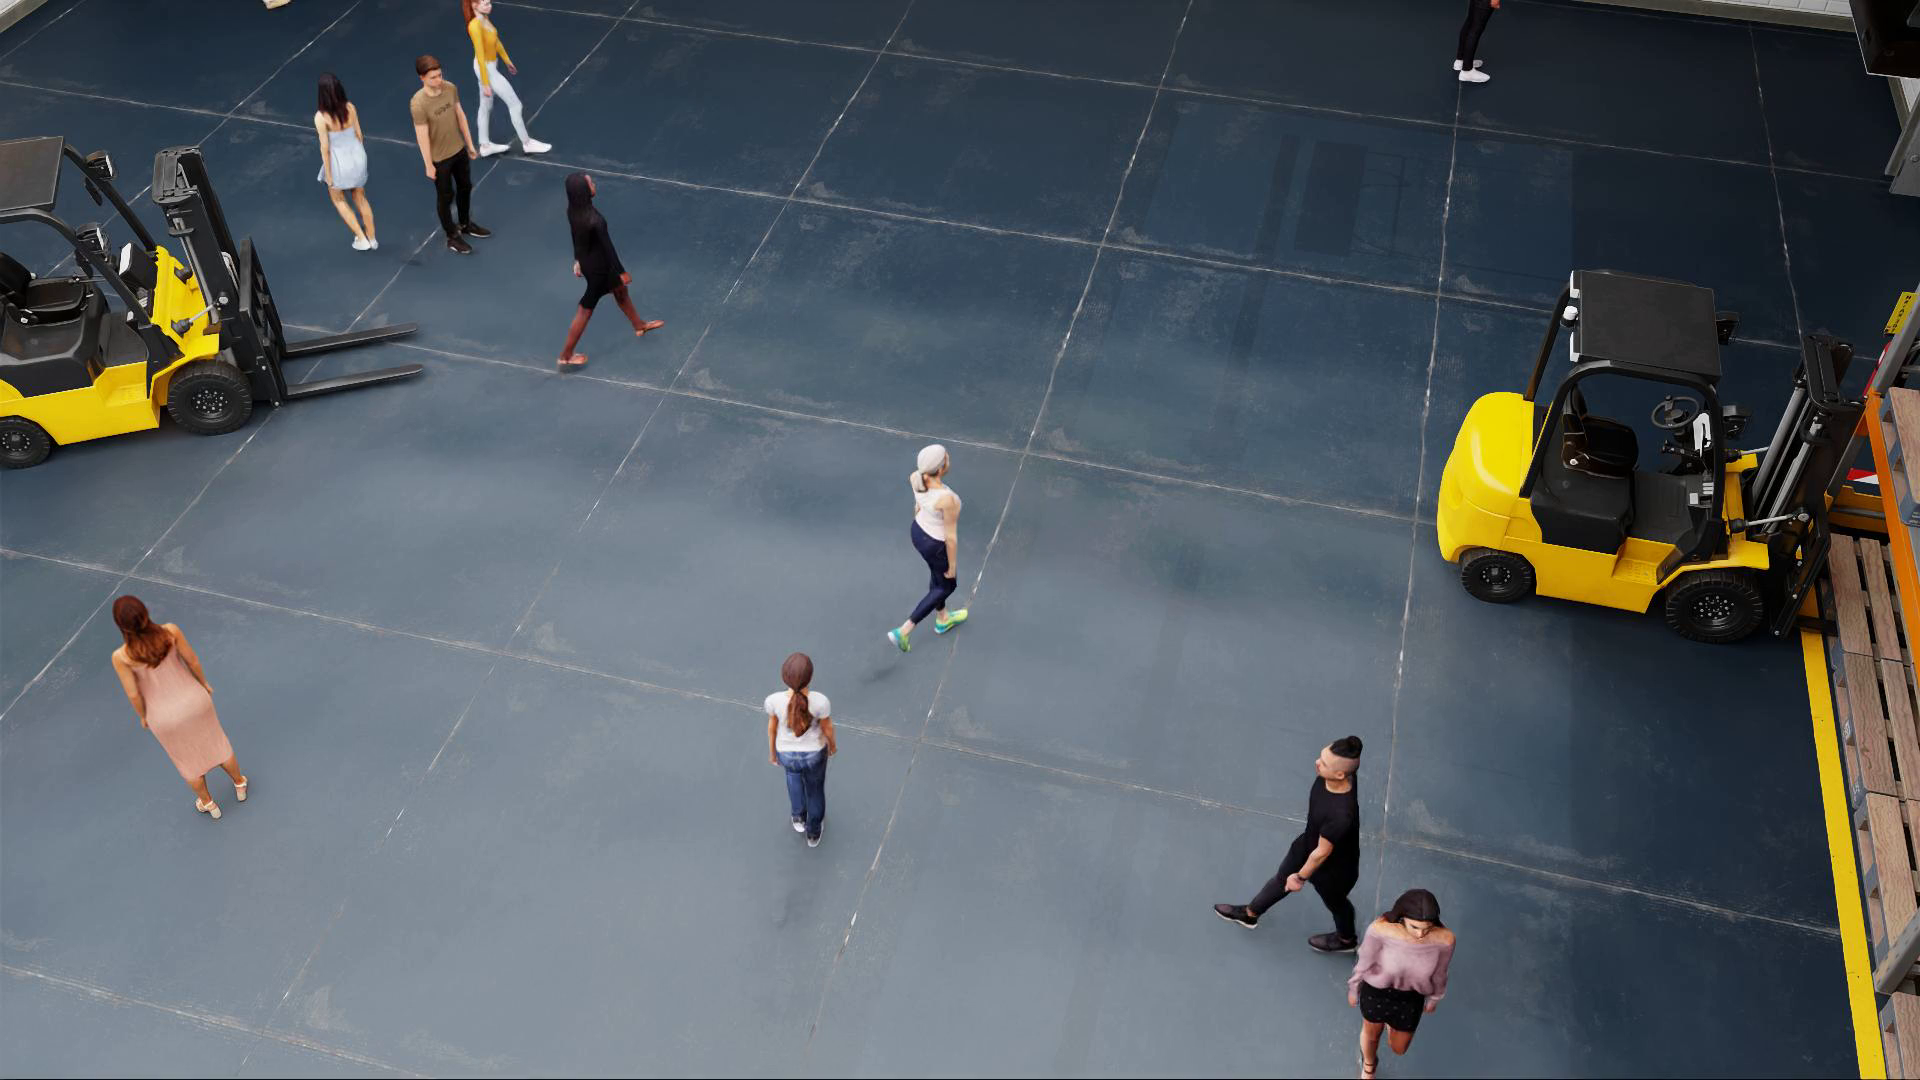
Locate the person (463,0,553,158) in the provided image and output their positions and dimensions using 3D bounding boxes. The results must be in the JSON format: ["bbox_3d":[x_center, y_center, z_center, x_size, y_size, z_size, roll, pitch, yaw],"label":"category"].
[{"bbox_3d":[-4.514,-4.352,15.603,0.923,1.729,0.959,-12,45,-12],"label":"person"}]

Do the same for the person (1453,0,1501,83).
[{"bbox_3d":[5.295,-5.595,16.761,0.800,1.931,0.638,0,44,0],"label":"person"}]

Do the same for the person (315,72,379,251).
[{"bbox_3d":[-5.269,-3.243,14.443,0.760,1.722,0.658,23,48,22],"label":"person"}]

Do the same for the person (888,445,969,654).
[{"bbox_3d":[-0.229,0.082,10.979,1.045,1.687,0.927,-29,51,-27],"label":"person"}]

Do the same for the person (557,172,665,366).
[{"bbox_3d":[-2.986,-2.115,13.296,1.248,1.673,1.144,-25,49,-24],"label":"person"}]

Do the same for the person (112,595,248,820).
[{"bbox_3d":[-4.666,0.996,9.915,0.628,1.831,0.726,-31,52,-28],"label":"person"}]

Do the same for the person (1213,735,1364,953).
[{"bbox_3d":[2.115,1.719,9.161,0.910,1.824,1.090,2,44,2],"label":"person"}]

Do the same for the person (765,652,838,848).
[{"bbox_3d":[-0.939,1.293,9.810,0.598,1.546,0.638,2,44,2],"label":"person"}]

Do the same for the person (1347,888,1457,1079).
[{"bbox_3d":[2.234,2.271,8.602,0.662,1.795,0.774,8,44,8],"label":"person"}]

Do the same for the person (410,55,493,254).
[{"bbox_3d":[-4.490,-3.385,14.504,0.791,1.845,0.614,22,48,21],"label":"person"}]
